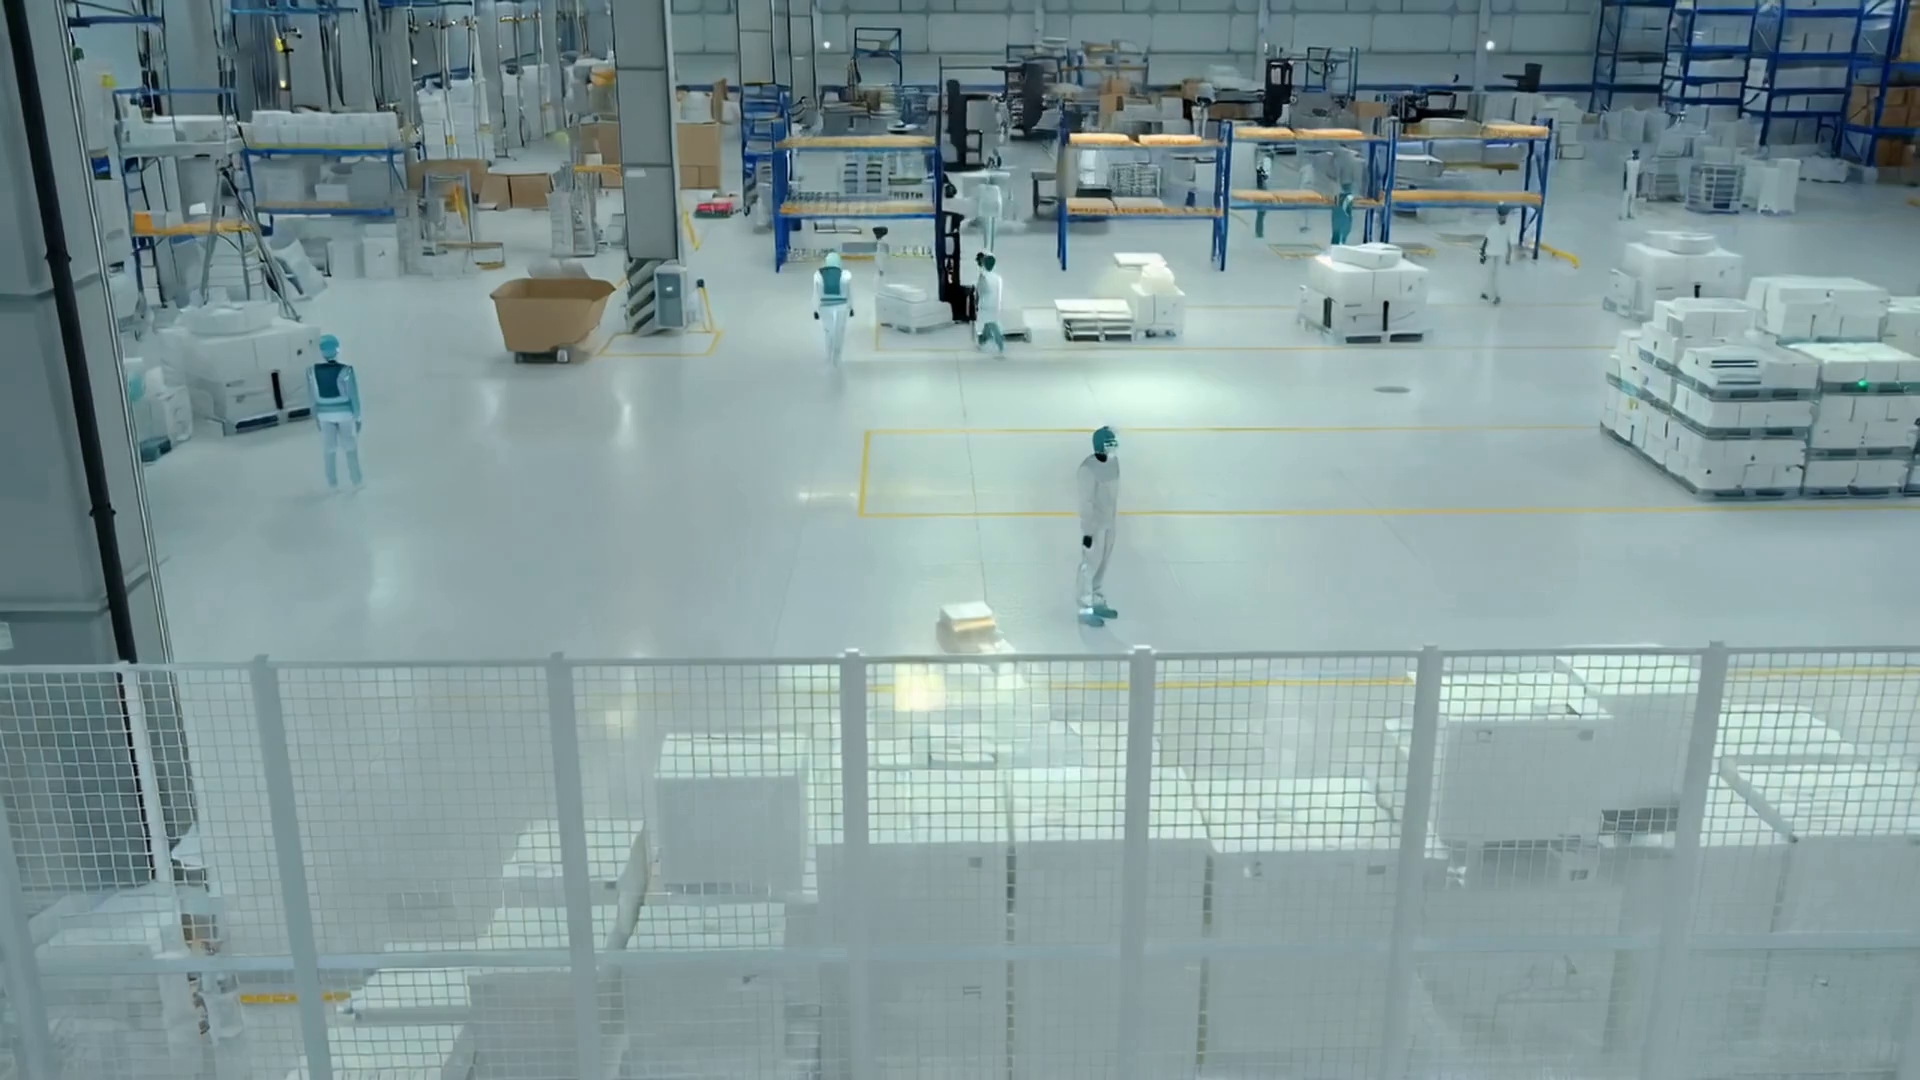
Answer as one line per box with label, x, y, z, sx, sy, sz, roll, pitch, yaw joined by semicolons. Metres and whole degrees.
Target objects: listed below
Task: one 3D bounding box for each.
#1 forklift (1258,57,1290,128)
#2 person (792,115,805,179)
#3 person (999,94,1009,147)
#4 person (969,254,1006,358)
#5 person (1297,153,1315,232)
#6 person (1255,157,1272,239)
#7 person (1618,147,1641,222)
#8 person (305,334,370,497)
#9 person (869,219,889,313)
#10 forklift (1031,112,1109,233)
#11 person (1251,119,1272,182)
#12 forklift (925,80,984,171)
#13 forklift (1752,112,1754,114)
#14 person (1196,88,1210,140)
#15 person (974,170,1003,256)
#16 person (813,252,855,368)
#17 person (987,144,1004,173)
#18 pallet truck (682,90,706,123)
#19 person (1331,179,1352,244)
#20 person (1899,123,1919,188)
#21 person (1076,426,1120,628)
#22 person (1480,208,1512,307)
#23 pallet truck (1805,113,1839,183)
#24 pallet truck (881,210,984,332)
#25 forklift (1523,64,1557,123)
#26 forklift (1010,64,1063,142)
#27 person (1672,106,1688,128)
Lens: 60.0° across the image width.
forklift;13.132;-18.622;69.114;1.129;2.768;1.873;-1;19;-1
person;-5.026;-12.105;51.231;0.362;1.939;0.543;-11;22;-30
person;1.601;-15.379;60.956;0.368;1.932;0.641;1;19;2
person;0.475;-3.816;27.087;0.865;1.651;0.545;15;24;38
person;8.461;-8.462;40.512;0.361;1.882;0.575;15;24;37
person;7.178;-8.113;39.422;0.391;1.918;0.590;7;20;20
person;17.031;-9.020;42.189;0.534;1.868;0.309;-9;21;-25
person;-7.367;-1.468;19.659;0.602;1.949;0.391;0;19;1
person;-1.376;-5.051;30.646;0.593;1.728;0.488;-4;19;-12
forklift;2.679;-8.903;40.282;1.873;2.768;1.129;1;19;2
person;9.097;-11.753;50.251;0.638;1.909;0.916;3;19;9
forklift;-0.204;-13.247;53.168;1.873;2.768;1.129;-1;19;-3
forklift;29.717;-15.958;61.213;1.129;2.768;1.873;-1;19;-1
person;9.347;-16.386;63.933;0.545;1.938;0.355;7;20;20
person;0.637;-7.296;37.071;0.601;1.880;0.989;-4;19;-11
person;-1.997;-3.701;26.524;0.655;1.790;0.945;0;19;0
person;0.963;-9.986;45.409;0.523;1.639;0.309;-11;21;-29
pallet truck;-9.671;-15.907;62.421;0.823;1.965;1.885;5;19;15
person;8.186;-6.808;35.664;0.346;1.845;0.505;-16;24;-40
person;27.995;-11.285;48.864;0.435;1.904;0.590;1;19;4
person;1.315;-0.144;15.753;0.350;1.936;0.635;11;21;29
person;10.158;-5.381;31.496;0.533;1.812;1.000;-2;19;-7
pallet truck;26.403;-11.957;50.702;0.823;1.965;1.885;6;19;16
pallet truck;-0.493;-4.759;29.349;1.885;1.965;0.823;-13;23;-34
forklift;21.841;-16.790;63.680;1.873;2.768;1.129;0;19;-1
forklift;2.918;-16.563;63.005;1.873;2.768;1.129;-3;19;-7
person;25.585;-14.608;59.128;0.375;1.623;0.542;-15;24;-38
